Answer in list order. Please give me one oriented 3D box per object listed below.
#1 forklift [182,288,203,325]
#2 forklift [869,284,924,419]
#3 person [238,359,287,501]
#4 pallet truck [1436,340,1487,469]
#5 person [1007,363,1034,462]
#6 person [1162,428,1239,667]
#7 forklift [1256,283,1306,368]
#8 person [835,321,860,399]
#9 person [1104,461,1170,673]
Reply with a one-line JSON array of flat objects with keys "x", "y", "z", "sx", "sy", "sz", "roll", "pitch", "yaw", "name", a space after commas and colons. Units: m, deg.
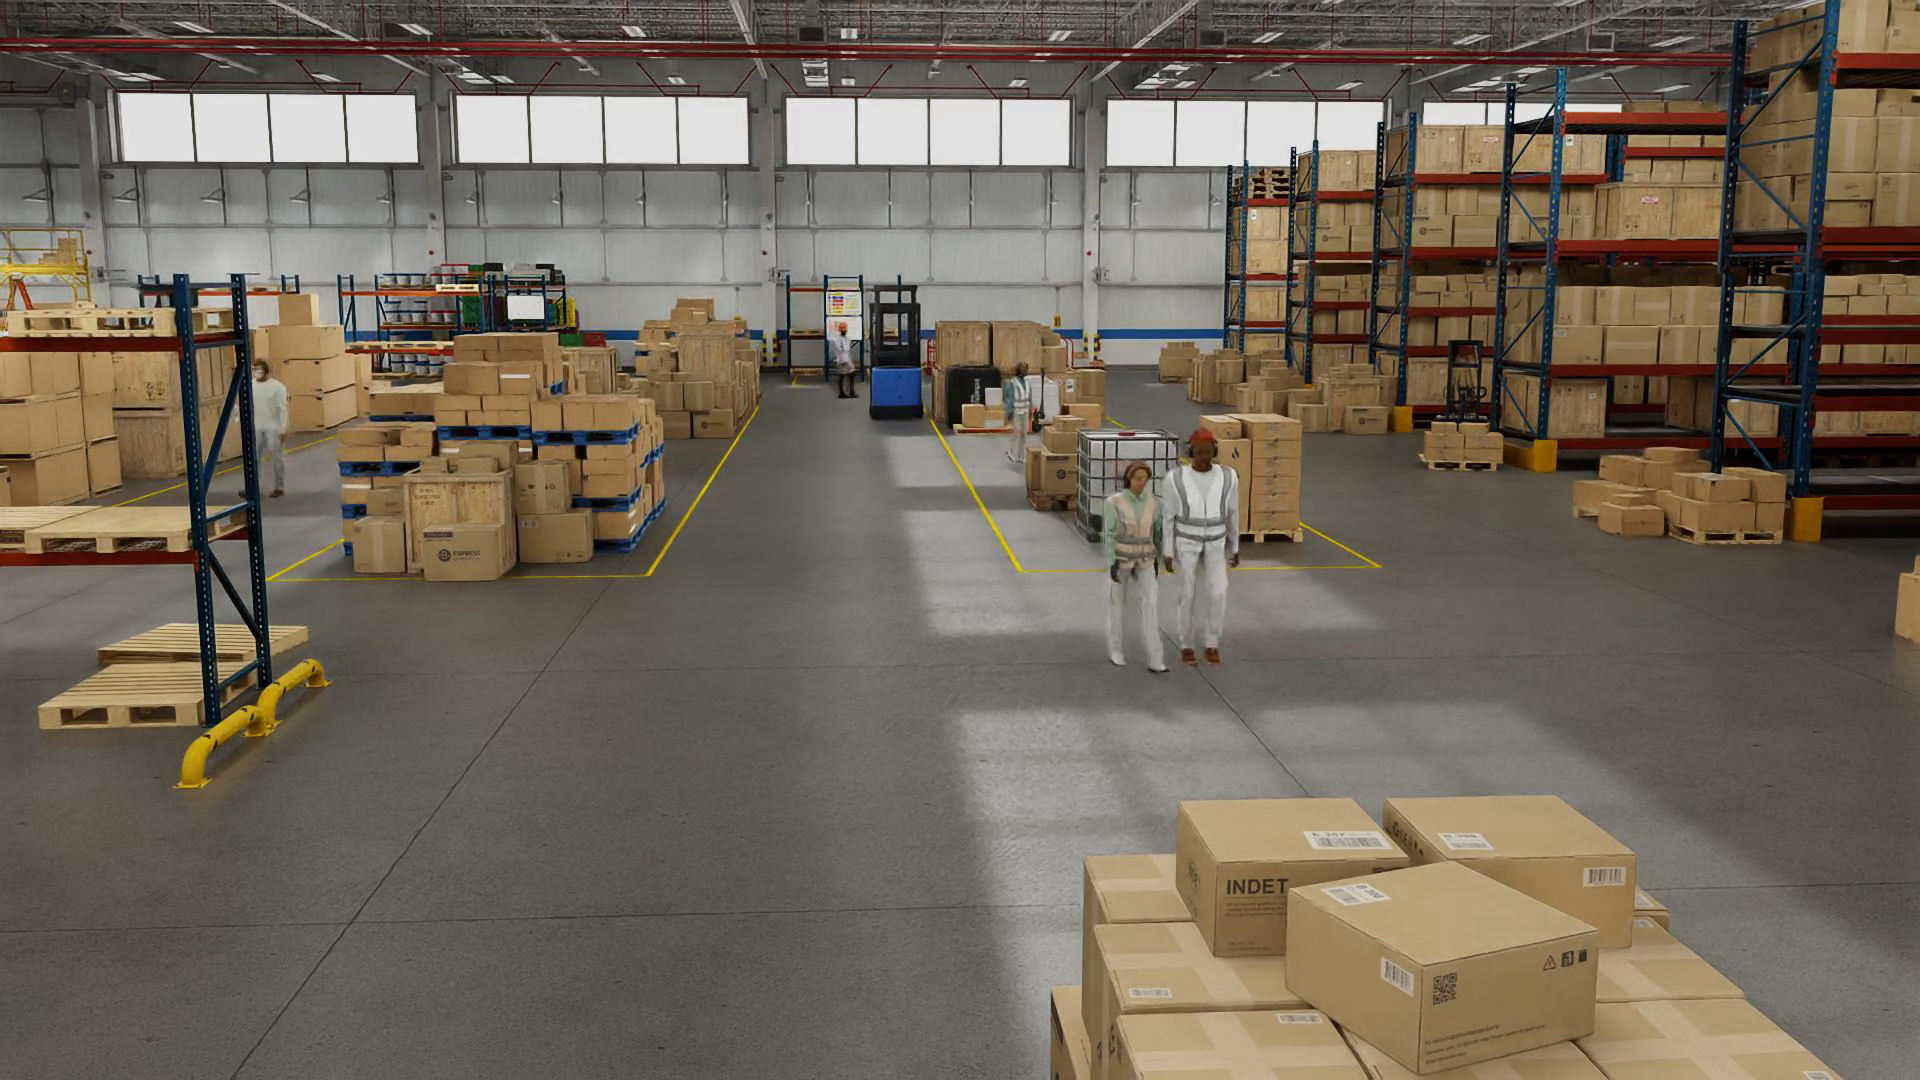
[{"x": -17.373, "y": -4.403, "z": 37.680, "sx": 1.873, "sy": 2.768, "sz": 1.129, "roll": -5, "pitch": 10, "yaw": -30, "name": "forklift"}, {"x": -1.362, "y": -4.015, "z": 35.244, "sx": 1.129, "sy": 2.768, "sz": 1.873, "roll": -1, "pitch": 9, "yaw": -4, "name": "forklift"}, {"x": -9.363, "y": -1.463, "z": 22.279, "sx": 0.656, "sy": 1.896, "sz": 0.957, "roll": 1, "pitch": 9, "yaw": 3, "name": "person"}, {"x": 8.004, "y": -2.170, "z": 26.422, "sx": 0.823, "sy": 1.965, "sz": 1.885, "roll": 2, "pitch": 9, "yaw": 14, "name": "pallet truck"}, {"x": 0.984, "y": -2.045, "z": 26.798, "sx": 0.373, "sy": 1.622, "sz": 0.534, "roll": 9, "pitch": 12, "yaw": 43, "name": "person"}, {"x": 1.855, "y": 0.069, "z": 12.765, "sx": 0.615, "sy": 1.863, "sz": 0.584, "roll": -1, "pitch": 9, "yaw": -4, "name": "person"}, {"x": 8.638, "y": -5.218, "z": 42.795, "sx": 1.873, "sy": 2.768, "sz": 1.129, "roll": -1, "pitch": 9, "yaw": -4, "name": "forklift"}, {"x": -2.776, "y": -4.382, "z": 40.597, "sx": 0.689, "sy": 1.895, "sz": 0.551, "roll": 7, "pitch": 11, "yaw": 37, "name": "person"}, {"x": 1.338, "y": 0.219, "z": 12.653, "sx": 0.511, "sy": 1.611, "sz": 0.753, "roll": -2, "pitch": 9, "yaw": -13, "name": "person"}]
